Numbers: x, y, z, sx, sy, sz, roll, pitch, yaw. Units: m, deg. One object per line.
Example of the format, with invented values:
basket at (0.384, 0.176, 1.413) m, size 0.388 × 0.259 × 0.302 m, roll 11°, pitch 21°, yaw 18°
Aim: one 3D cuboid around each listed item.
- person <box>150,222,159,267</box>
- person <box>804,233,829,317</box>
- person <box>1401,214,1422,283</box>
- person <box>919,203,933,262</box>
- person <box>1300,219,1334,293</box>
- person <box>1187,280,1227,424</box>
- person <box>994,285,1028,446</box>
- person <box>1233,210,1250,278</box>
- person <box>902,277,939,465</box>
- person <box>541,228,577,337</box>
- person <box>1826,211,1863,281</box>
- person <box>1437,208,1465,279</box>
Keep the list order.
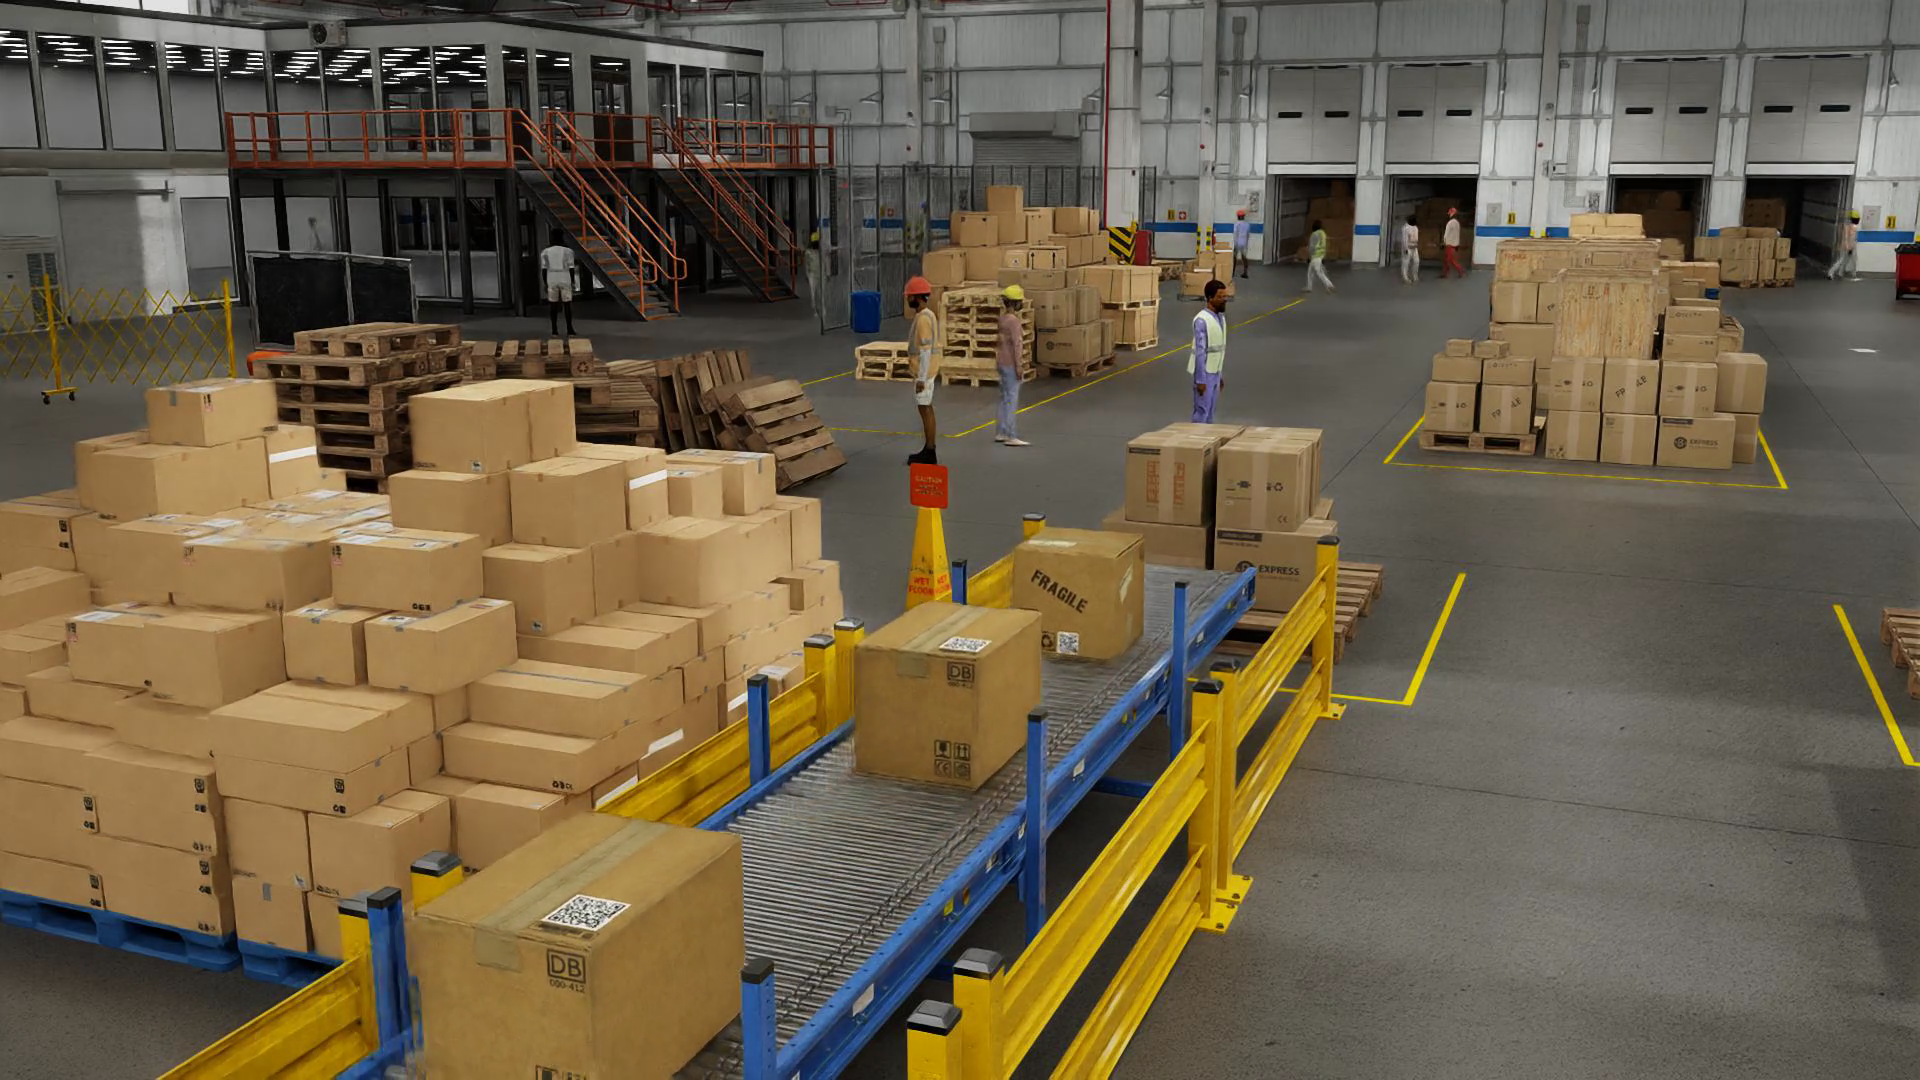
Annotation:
person at (-22.863, -8.302, 47.231) m, size 0.528 × 1.618 × 0.403 m, roll 7°, pitch 14°, yaw 28°
person at (-2.957, -5.486, 34.392) m, size 0.505 × 1.726 × 0.563 m, roll 0°, pitch 13°, yaw -2°
person at (12.043, -7.734, 44.261) m, size 0.645 × 1.823 × 0.626 m, roll -9°, pitch 15°, yaw -34°
person at (-1.147, -10.122, 54.719) m, size 0.526 × 1.932 × 0.640 m, roll 5°, pitch 13°, yaw 20°
person at (8.786, -6.936, 40.720) m, size 0.801 × 1.810 × 0.621 m, roll 6°, pitch 14°, yaw 26°
person at (2.511, -1.667, 16.839) m, size 0.398 × 1.920 × 0.590 m, roll 7°, pitch 14°, yaw 27°
person at (0.573, -1.925, 18.344) m, size 0.325 × 1.767 × 0.533 m, roll -5°, pitch 13°, yaw -20°
person at (7.883, -8.329, 46.802) m, size 0.571 × 1.878 × 1.012 m, roll -4°, pitch 13°, yaw -19°
person at (-0.408, -1.721, 17.040) m, size 0.374 × 1.935 × 0.552 m, roll 1°, pitch 13°, yaw 3°
person at (-7.280, -4.671, 30.221) m, size 0.600 × 1.959 × 0.383 m, roll 0°, pitch 13°, yaw 0°
person at (24.172, -7.998, 45.289) m, size 0.852 × 1.902 × 0.593 m, roll 2°, pitch 13°, yaw 10°
person at (13.645, -8.200, 46.034) m, size 0.781 × 1.970 × 0.626 m, roll 10°, pitch 16°, yaw 39°
